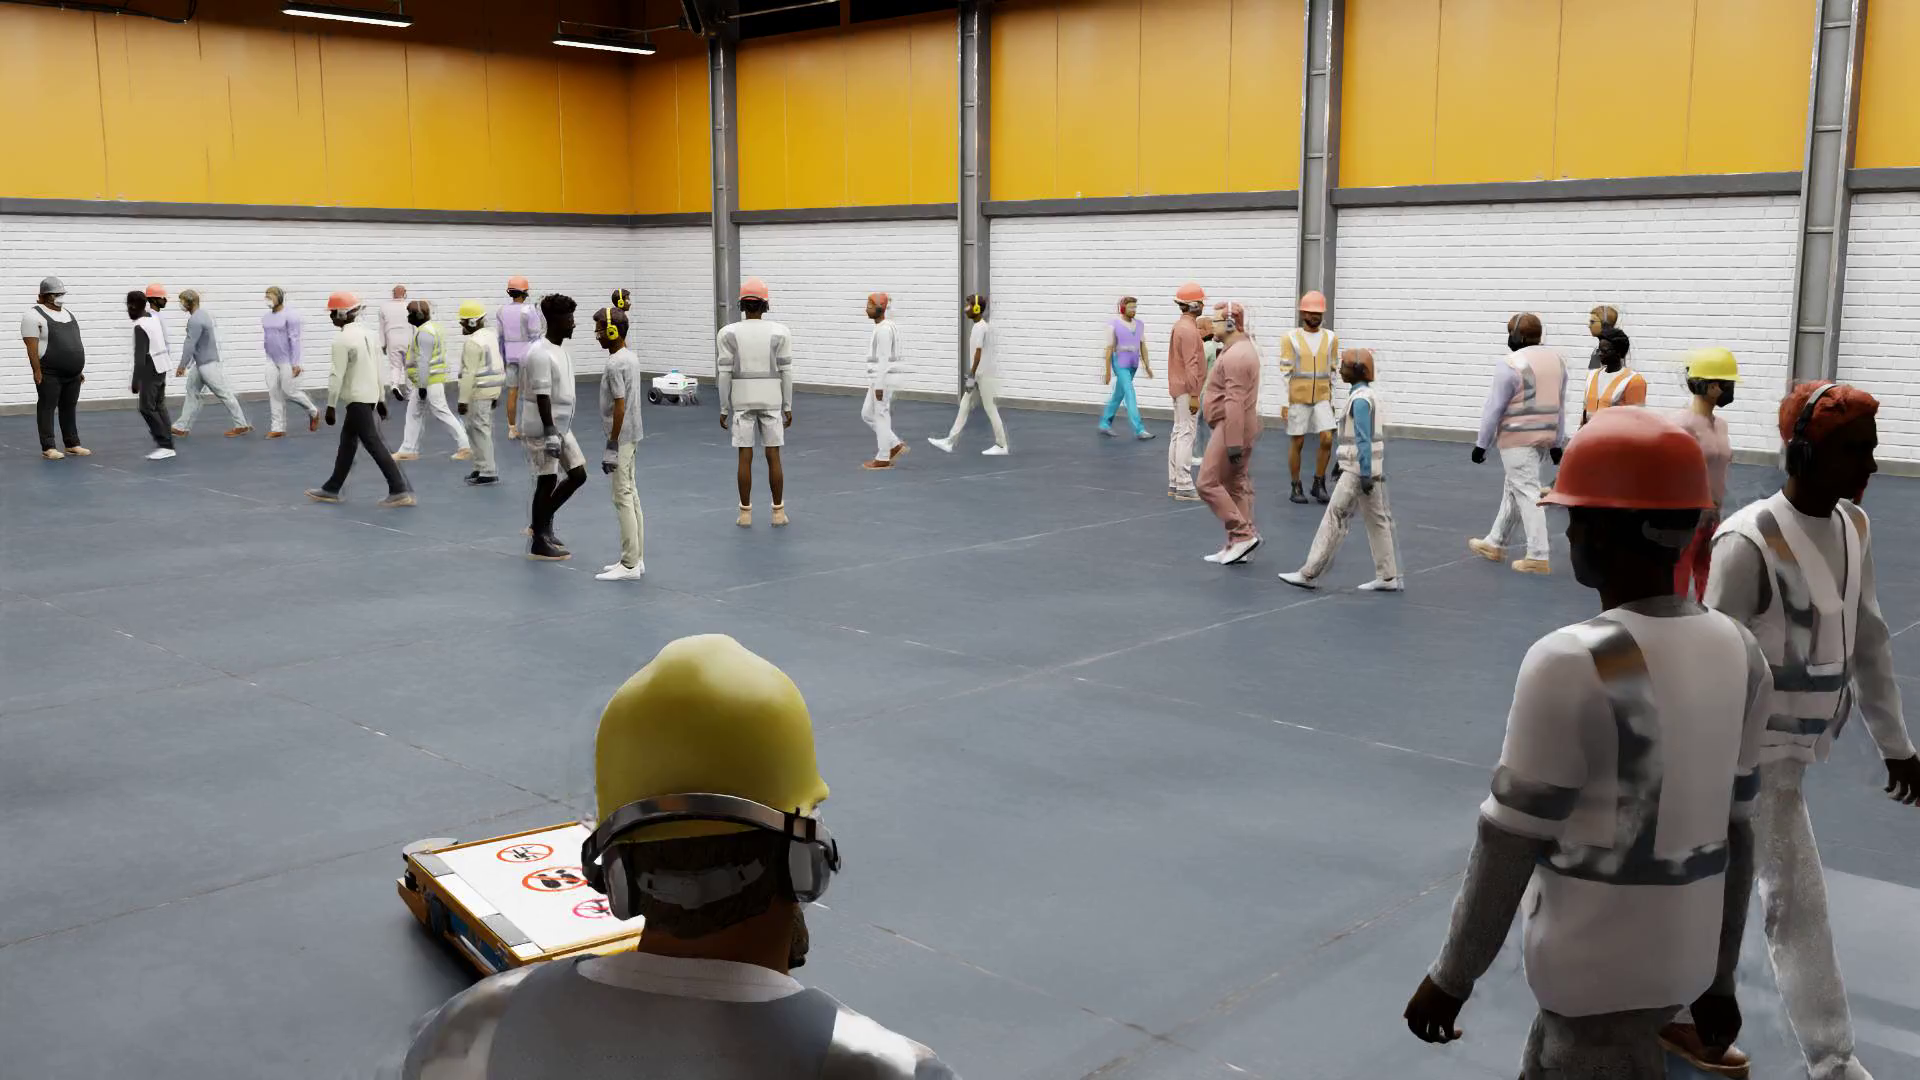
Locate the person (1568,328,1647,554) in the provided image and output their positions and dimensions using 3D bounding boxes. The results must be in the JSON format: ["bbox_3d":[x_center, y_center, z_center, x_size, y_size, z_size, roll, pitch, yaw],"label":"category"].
[{"bbox_3d":[4.714,-0.689,12.087,0.317,1.695,0.540,-5,10,-26],"label":"person"}]

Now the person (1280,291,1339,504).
[{"bbox_3d":[3.137,-1.262,14.926,0.560,1.919,0.570,-1,9,-5],"label":"person"}]

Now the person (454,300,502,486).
[{"bbox_3d":[-4.755,-1.423,16.199,0.548,1.817,0.627,0,9,1],"label":"person"}]

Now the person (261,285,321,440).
[{"bbox_3d":[-8.437,-2.226,20.838,0.637,1.923,0.761,4,10,25],"label":"person"}]

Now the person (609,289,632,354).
[{"bbox_3d":[-4.214,-2.194,20.786,0.328,1.872,0.514,-5,10,-26],"label":"person"}]

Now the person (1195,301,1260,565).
[{"bbox_3d":[1.907,-0.752,11.873,0.425,1.890,0.660,3,10,17],"label":"person"}]

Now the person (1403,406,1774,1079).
[{"bbox_3d":[1.147,0.720,2.884,0.561,1.897,0.983,-7,12,-36],"label":"person"}]

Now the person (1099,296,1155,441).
[{"bbox_3d":[2.070,-2.145,20.774,0.566,1.787,1.017,-9,13,-44],"label":"person"}]

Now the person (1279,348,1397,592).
[{"bbox_3d":[2.515,-0.450,10.916,0.822,1.603,0.520,3,10,19],"label":"person"}]

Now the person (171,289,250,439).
[{"bbox_3d":[-9.474,-2.189,20.790,1.076,1.877,0.649,-4,10,-22],"label":"person"}]

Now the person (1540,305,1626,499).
[{"bbox_3d":[5.659,-1.181,14.804,0.966,1.792,0.512,1,9,5],"label":"person"}]

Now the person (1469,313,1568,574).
[{"bbox_3d":[3.892,-0.695,11.771,0.648,1.801,0.892,-6,11,-34],"label":"person"}]

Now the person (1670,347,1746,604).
[{"bbox_3d":[3.567,-0.090,8.247,0.531,1.745,0.682,-7,12,-37],"label":"person"}]

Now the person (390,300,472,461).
[{"bbox_3d":[-5.835,-1.753,18.350,0.962,1.794,0.633,-3,10,-16],"label":"person"}]

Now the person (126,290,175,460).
[{"bbox_3d":[-9.032,-1.844,18.637,0.382,1.888,0.676,-2,9,-10],"label":"person"}]

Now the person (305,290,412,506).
[{"bbox_3d":[-5.407,-1.257,14.877,1.064,1.933,0.620,1,9,4],"label":"person"}]

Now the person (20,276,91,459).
[{"bbox_3d":[-10.105,-1.938,18.692,0.535,2.000,0.674,3,10,18],"label":"person"}]

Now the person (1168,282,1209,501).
[{"bbox_3d":[2.103,-1.363,15.307,0.381,1.994,0.621,-1,9,-4],"label":"person"}]

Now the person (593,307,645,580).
[{"bbox_3d":[-2.338,-0.652,11.367,0.329,1.861,0.507,0,9,1],"label":"person"}]

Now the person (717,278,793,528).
[{"bbox_3d":[-1.671,-1.113,13.624,0.605,2.045,0.388,-1,9,-5],"label":"person"}]

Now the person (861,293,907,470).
[{"bbox_3d":[-0.849,-1.664,17.529,0.413,1.872,0.610,-1,9,-8],"label":"person"}]

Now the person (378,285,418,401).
[{"bbox_3d":[-8.919,-3.124,26.488,0.661,1.875,0.709,-2,9,-11],"label":"person"}]

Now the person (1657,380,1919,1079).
[{"bbox_3d":[2.123,0.537,4.117,0.590,1.841,0.923,-8,12,-40],"label":"person"}]

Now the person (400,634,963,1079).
[{"bbox_3d":[-0.256,0.998,1.527,0.634,1.781,0.942,3,10,16],"label":"person"}]

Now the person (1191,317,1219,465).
[{"bbox_3d":[2.547,-1.544,17.608,0.662,1.609,0.519,4,10,22],"label":"person"}]

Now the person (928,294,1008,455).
[{"bbox_3d":[0.117,-1.861,18.909,0.941,1.812,0.555,0,9,-2],"label":"person"}]

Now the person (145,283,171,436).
[{"bbox_3d":[-10.225,-2.303,21.244,0.378,1.936,0.548,-5,11,-29],"label":"person"}]

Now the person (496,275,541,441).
[{"bbox_3d":[-5.405,-2.238,20.511,0.611,2.047,0.364,4,10,23],"label":"person"}]

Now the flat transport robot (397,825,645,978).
[{"bbox_3d":[-1.197,1.157,5.127,0.652,0.197,1.431,-6,11,-35],"label":"flat transport robot"}]

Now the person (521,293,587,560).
[{"bbox_3d":[-2.969,-0.817,12.110,0.433,1.950,0.599,2,9,10],"label":"person"}]

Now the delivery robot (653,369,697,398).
[{"bbox_3d":[-4.446,-2.424,25.929,0.707,0.478,0.477,6,11,33],"label":"delivery robot"}]
